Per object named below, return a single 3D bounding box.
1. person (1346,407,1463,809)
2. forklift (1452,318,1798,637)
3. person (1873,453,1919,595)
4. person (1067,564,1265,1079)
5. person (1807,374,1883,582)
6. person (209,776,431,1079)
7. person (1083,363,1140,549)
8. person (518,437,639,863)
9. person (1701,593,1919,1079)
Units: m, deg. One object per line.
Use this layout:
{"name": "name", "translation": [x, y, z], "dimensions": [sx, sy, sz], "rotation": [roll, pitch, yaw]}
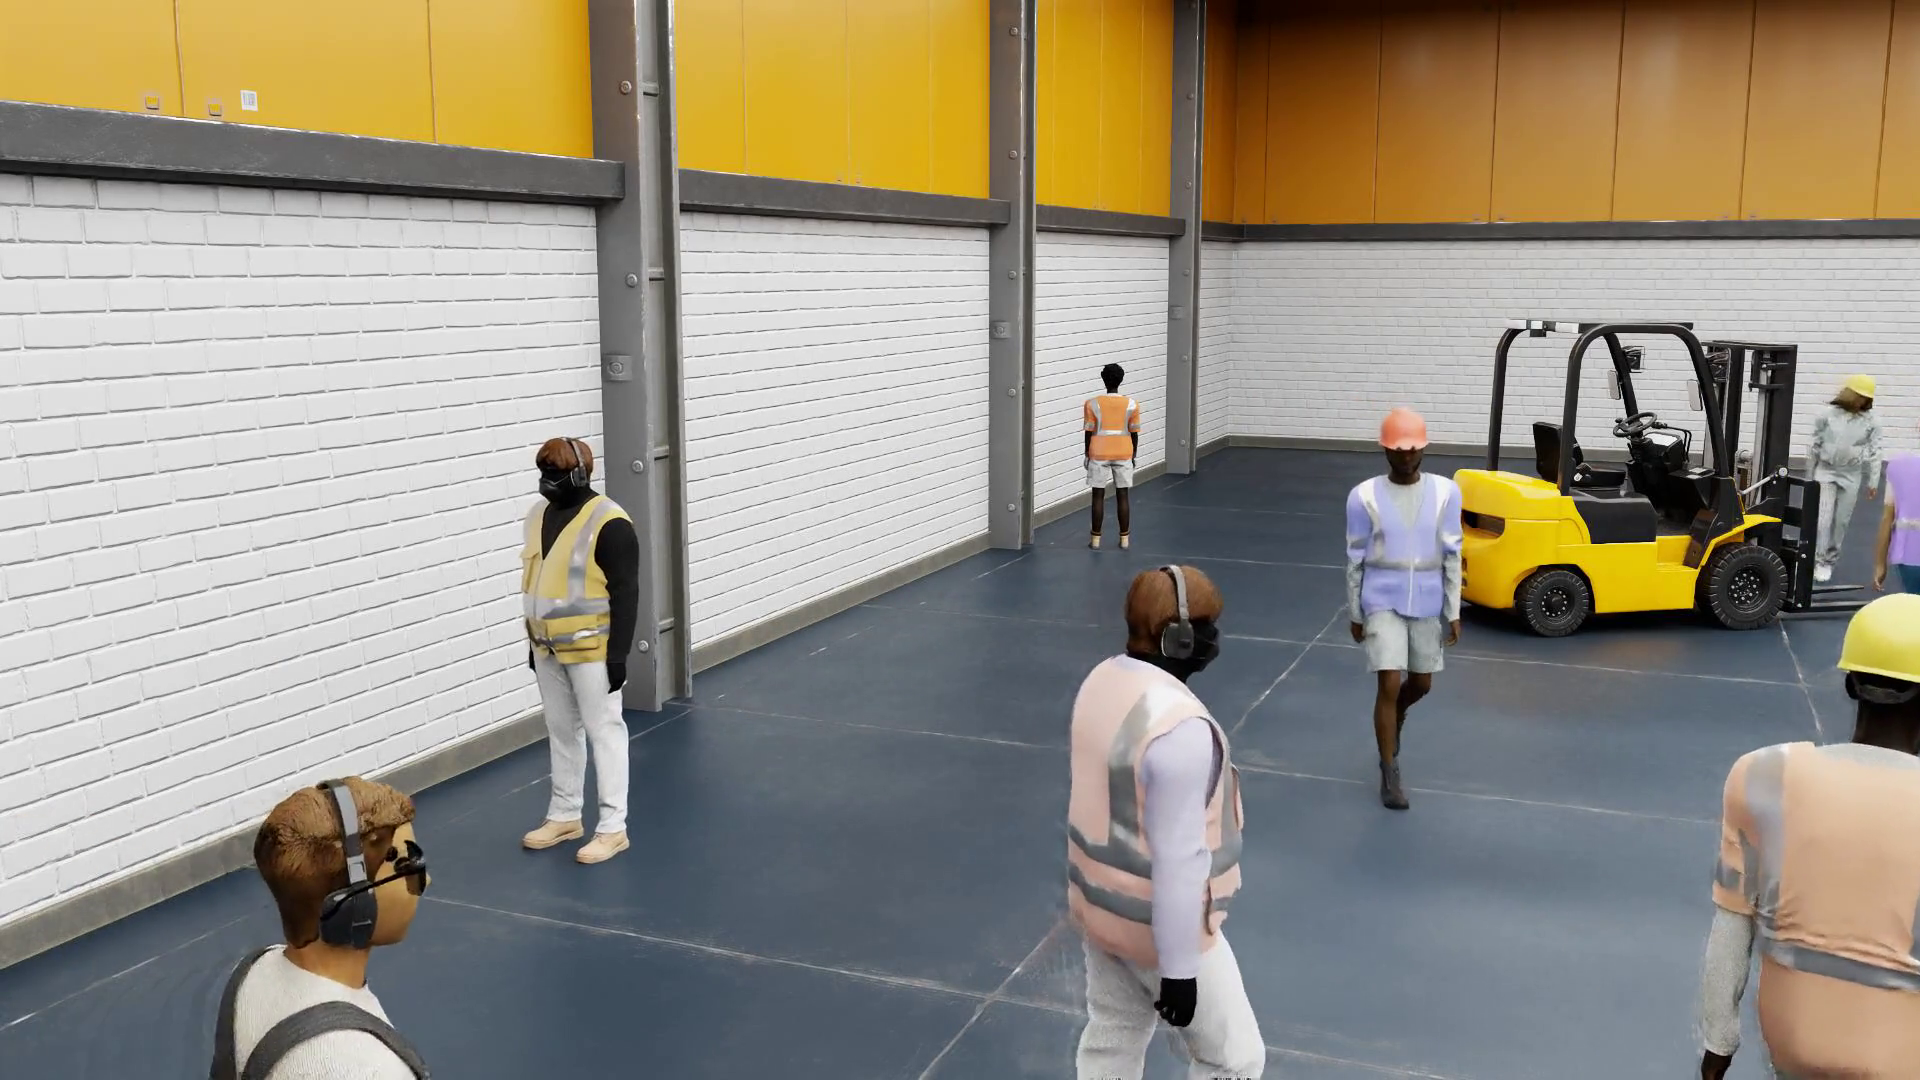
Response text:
{"name": "person", "translation": [2.136, 0.287, 8.116], "dimensions": [0.548, 1.909, 0.826], "rotation": [0, 9, 1]}
{"name": "forklift", "translation": [4.706, -0.497, 11.990], "dimensions": [2.313, 2.155, 1.214], "rotation": [-2, 10, -10]}
{"name": "person", "translation": [5.499, 0.140, 9.350], "dimensions": [0.992, 1.793, 0.586], "rotation": [-6, 11, -34]}
{"name": "person", "translation": [0.572, 0.962, 4.259], "dimensions": [0.596, 1.823, 0.661], "rotation": [-3, 10, -17]}
{"name": "person", "translation": [7.120, -0.490, 13.405], "dimensions": [0.510, 1.695, 0.647], "rotation": [4, 10, 24]}
{"name": "person", "translation": [-1.014, 1.253, 2.545], "dimensions": [0.519, 1.820, 0.881], "rotation": [9, 13, 43]}
{"name": "person", "translation": [1.371, -0.755, 15.081], "dimensions": [0.529, 1.689, 0.320], "rotation": [-1, 9, -6]}
{"name": "person", "translation": [-1.666, 0.470, 7.199], "dimensions": [0.625, 1.843, 0.430], "rotation": [7, 12, 36]}
{"name": "person", "translation": [1.981, 1.042, 3.601], "dimensions": [0.602, 1.880, 0.971], "rotation": [9, 13, 44]}
